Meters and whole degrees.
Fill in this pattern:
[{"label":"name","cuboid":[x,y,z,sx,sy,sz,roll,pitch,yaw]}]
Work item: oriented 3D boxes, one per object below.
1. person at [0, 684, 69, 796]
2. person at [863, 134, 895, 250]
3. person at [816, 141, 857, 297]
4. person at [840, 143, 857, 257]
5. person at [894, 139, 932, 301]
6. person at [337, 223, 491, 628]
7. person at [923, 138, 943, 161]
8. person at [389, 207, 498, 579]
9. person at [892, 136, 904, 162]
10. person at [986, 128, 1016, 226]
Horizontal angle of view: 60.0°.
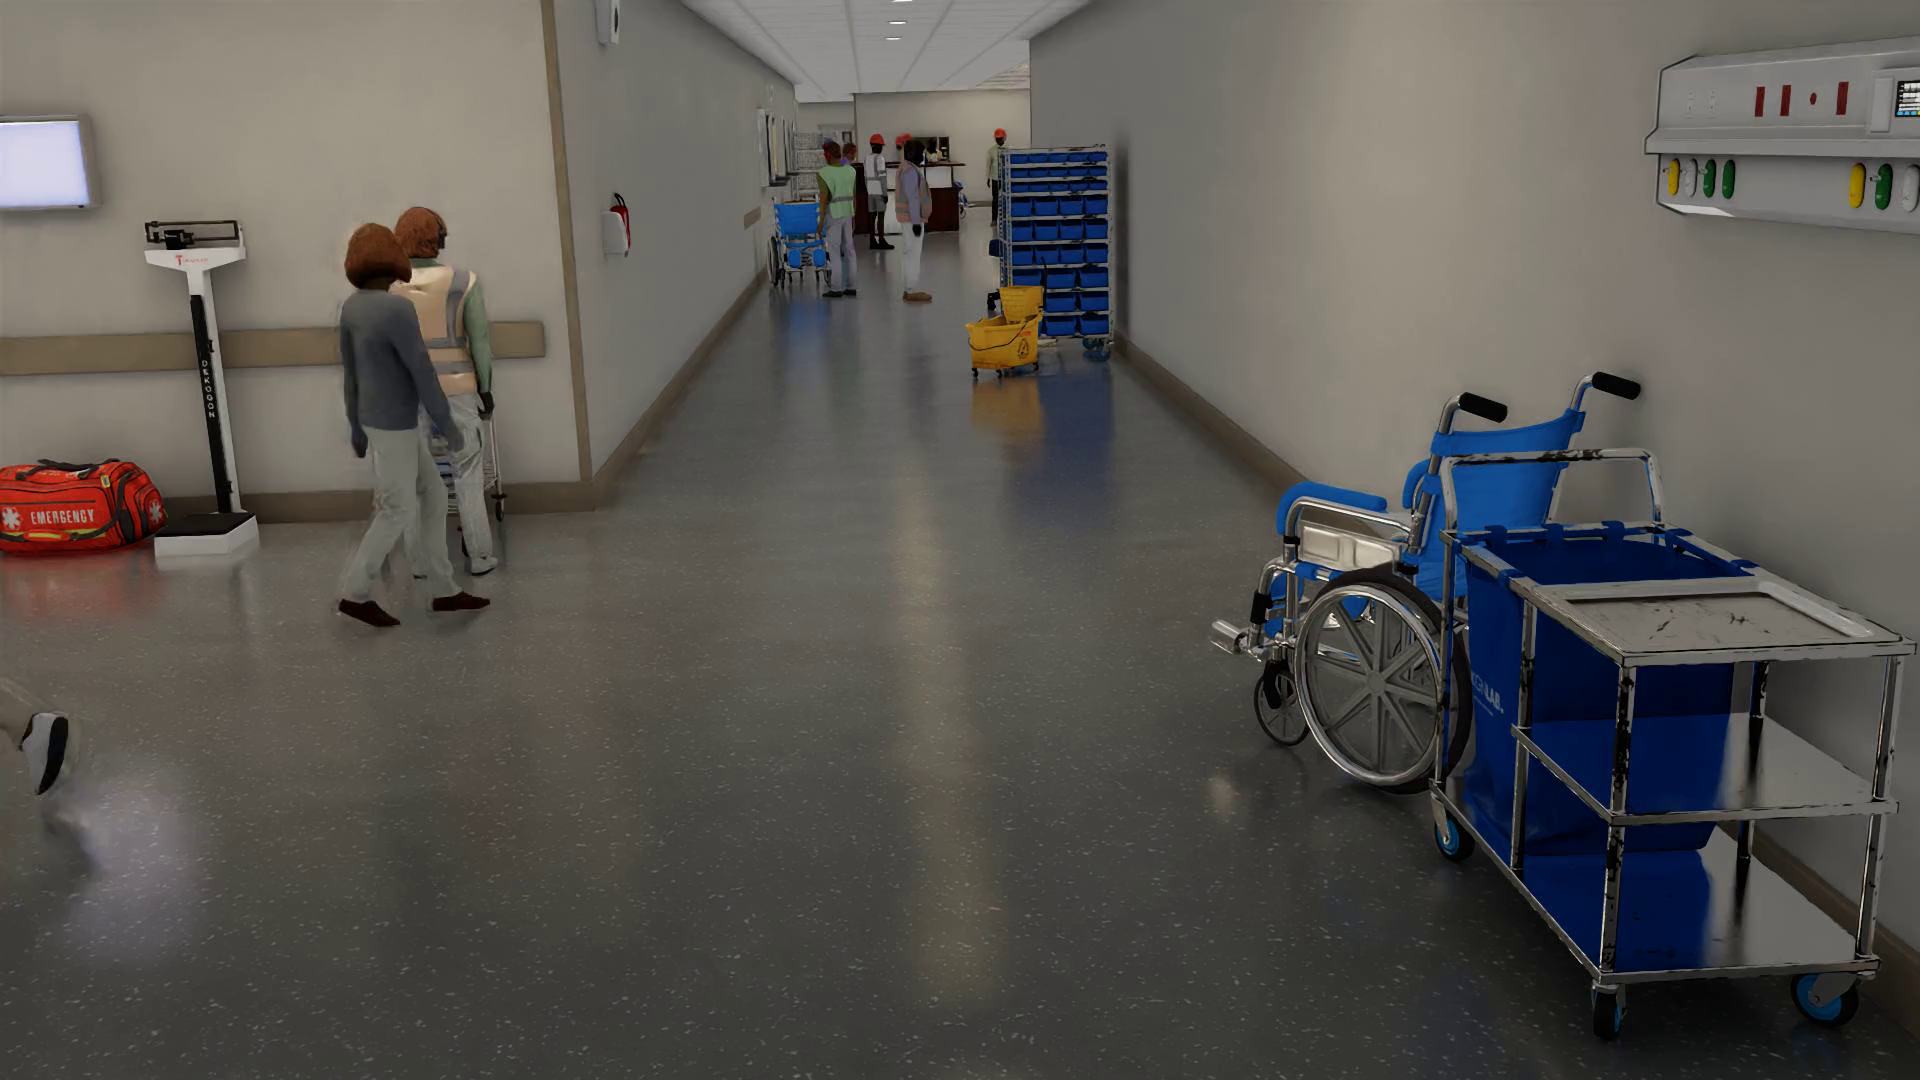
[{"label":"person","cuboid":[-2.997,0.051,4.608,0.688,1.617,0.516,-4,14,-10]},{"label":"person","cuboid":[-1.390,-5.909,28.254,0.362,1.936,0.542,-12,17,-37]},{"label":"person","cuboid":[-1.461,-3.835,19.936,0.563,1.840,0.390,-14,19,-42]},{"label":"person","cuboid":[-1.844,-5.490,26.862,0.454,1.802,0.658,-3,14,-5]},{"label":"person","cuboid":[-0.530,-3.695,19.257,0.429,1.837,0.637,-4,14,-9]},{"label":"person","cuboid":[-2.262,-0.448,6.614,0.599,1.601,0.497,-9,16,-29]},{"label":"person","cuboid":[-0.621,-8.203,37.812,0.626,1.837,0.429,-10,16,-32]},{"label":"person","cuboid":[-2.315,-0.636,7.330,0.517,1.632,0.314,-3,14,-6]},{"label":"person","cuboid":[-1.438,-8.967,40.916,0.435,1.889,0.598,-10,16,-32]},{"label":"person","cuboid":[0.851,-7.480,34.323,0.623,1.990,0.391,0,14,6]}]
